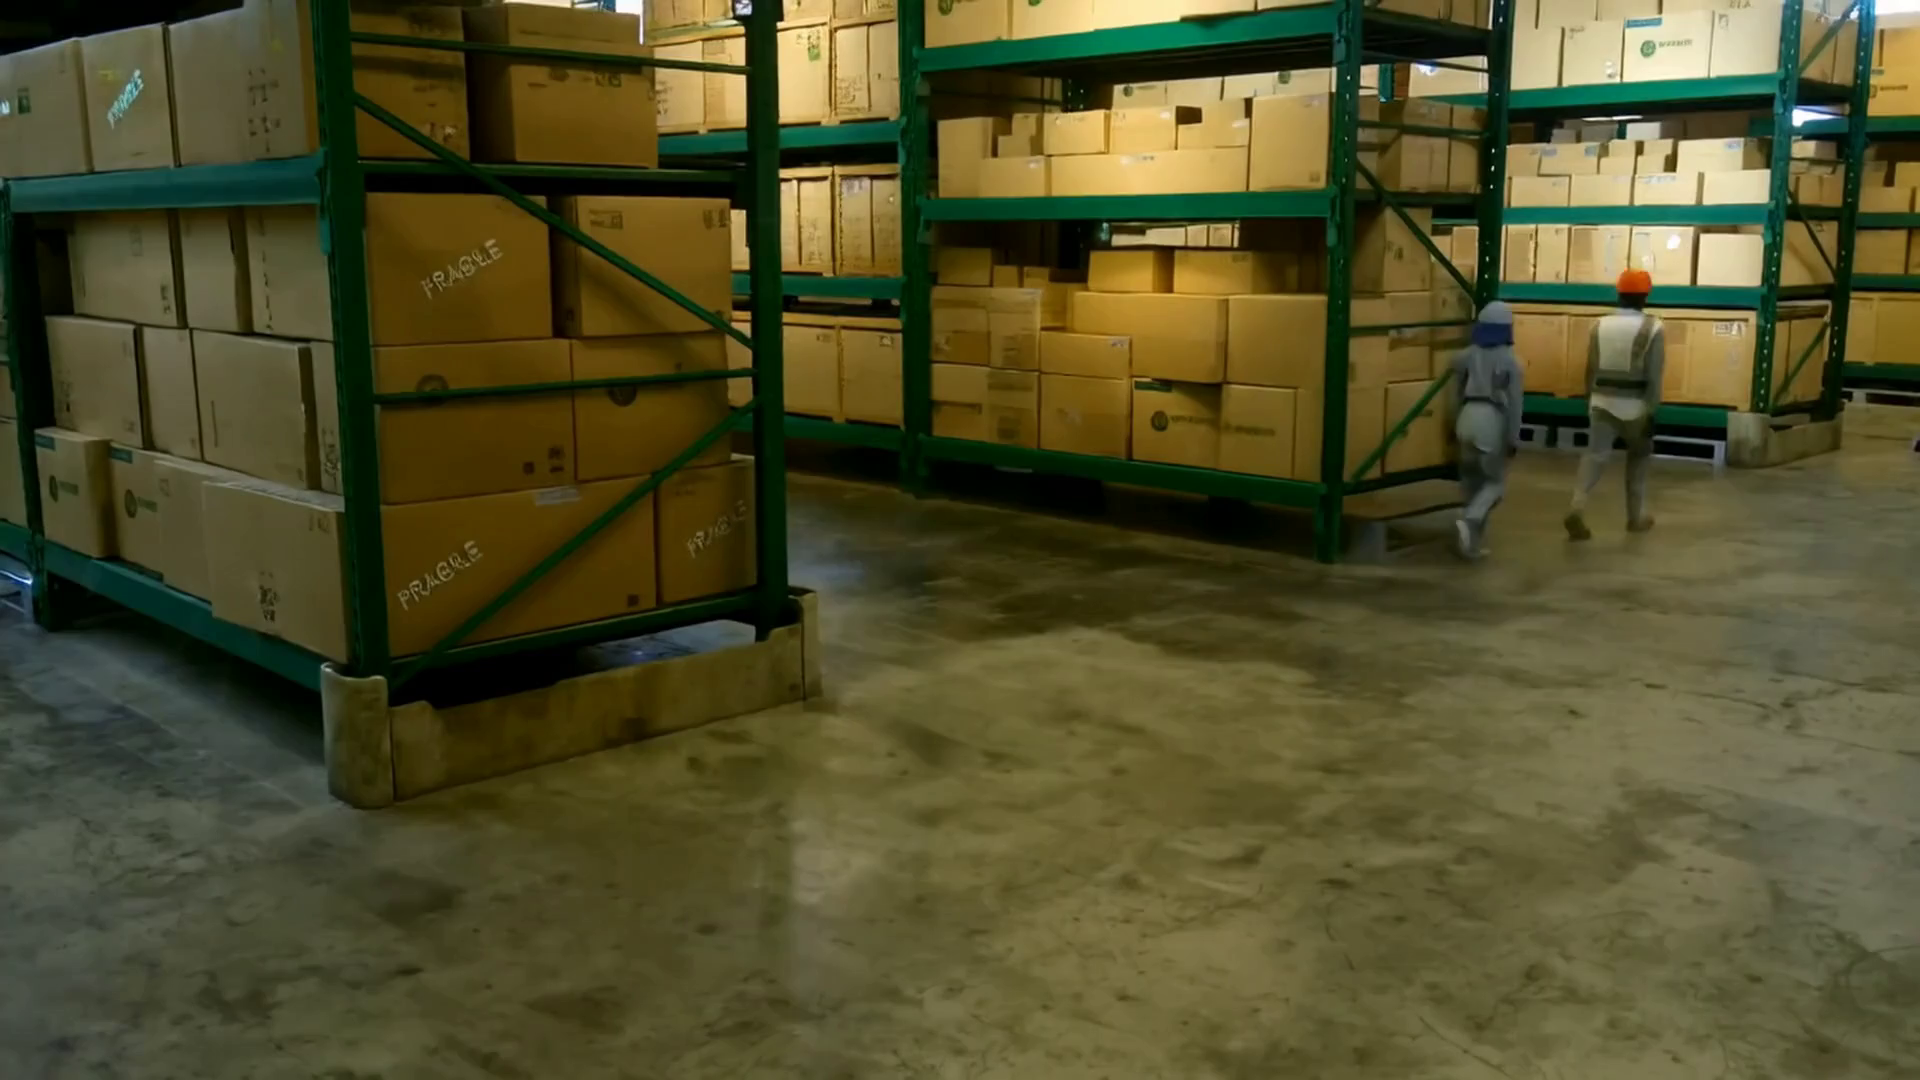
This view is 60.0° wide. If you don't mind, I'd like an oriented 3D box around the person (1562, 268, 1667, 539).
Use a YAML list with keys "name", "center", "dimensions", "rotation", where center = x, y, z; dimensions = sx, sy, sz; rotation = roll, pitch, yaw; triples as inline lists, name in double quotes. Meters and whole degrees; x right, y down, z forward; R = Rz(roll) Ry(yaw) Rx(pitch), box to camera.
- name: "person"
  center: [4.619, -0.950, 11.703]
  dimensions: [0.959, 1.917, 0.619]
  rotation: [-9, 13, -39]

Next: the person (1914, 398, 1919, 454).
- name: "person"
  center: [9.612, -1.711, 16.226]
  dimensions: [0.522, 1.768, 0.311]
  rotation: [-2, 11, -9]

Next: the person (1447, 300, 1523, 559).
- name: "person"
  center: [3.361, -0.691, 10.802]
  dimensions: [0.585, 1.725, 0.489]
  rotation: [-10, 14, -43]
